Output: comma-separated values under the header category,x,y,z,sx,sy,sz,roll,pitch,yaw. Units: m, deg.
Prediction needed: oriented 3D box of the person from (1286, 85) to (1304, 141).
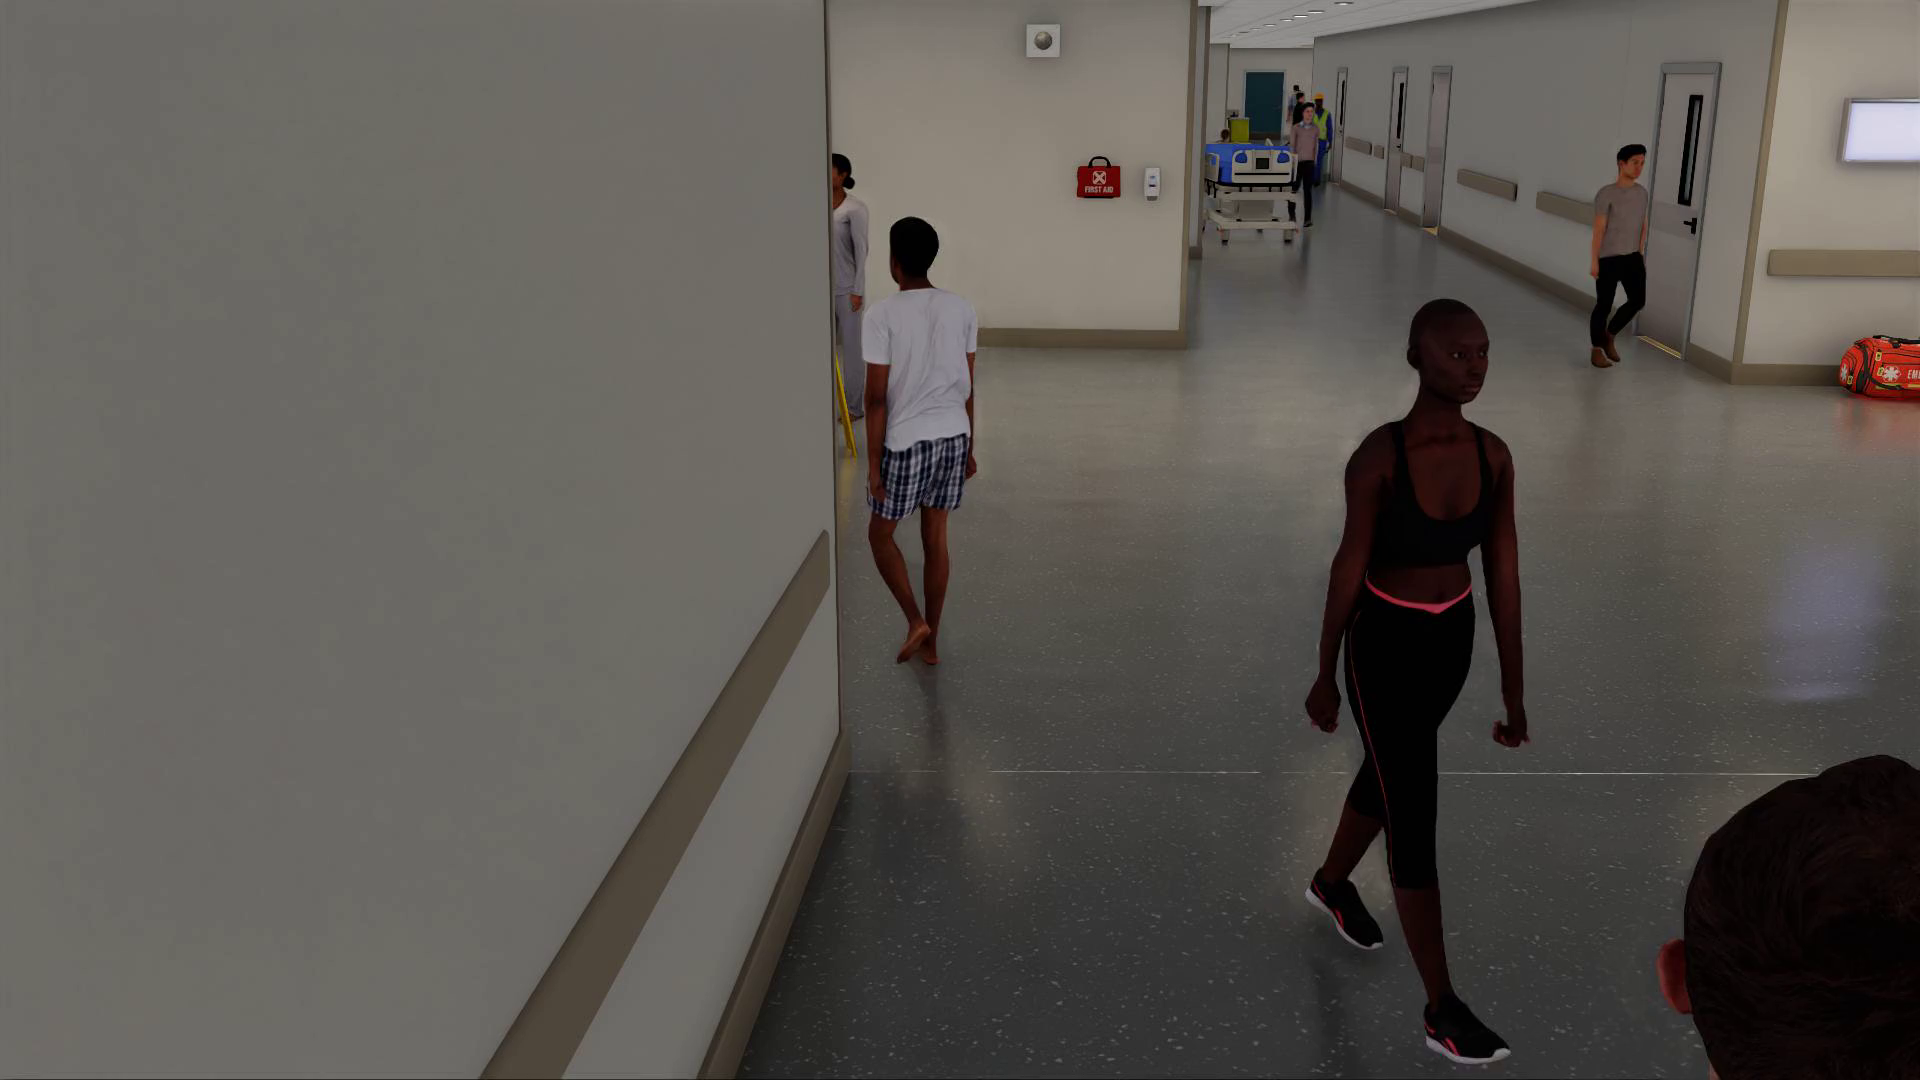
category,x,y,z,sx,sy,sz,roll,pitch,yaw
person,10.071,-12.747,50.064,0.609,1.847,0.780,-4,16,-15

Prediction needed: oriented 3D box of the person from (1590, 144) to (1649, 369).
category,x,y,z,sx,sy,sz,roll,pitch,yaw
person,5.071,-2.201,12.926,0.673,1.702,0.769,-3,16,-10

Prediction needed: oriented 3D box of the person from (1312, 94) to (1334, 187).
category,x,y,z,sx,sy,sz,roll,pitch,yaw
person,7.129,-7.946,33.171,1.148,1.773,0.789,0,16,2

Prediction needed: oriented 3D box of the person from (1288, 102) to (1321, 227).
category,x,y,z,sx,sy,sz,roll,pitch,yaw
person,5.034,-5.523,24.595,1.199,1.763,0.773,-1,16,-2

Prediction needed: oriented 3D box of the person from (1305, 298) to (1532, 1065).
category,x,y,z,sx,sy,sz,roll,pitch,yaw
person,1.046,0.293,4.061,1.199,1.711,0.993,-5,17,-19

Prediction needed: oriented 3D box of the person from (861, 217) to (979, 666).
category,x,y,z,sx,sy,sz,roll,pitch,yaw
person,-0.115,-0.315,6.223,0.801,1.709,0.854,-6,17,-21
